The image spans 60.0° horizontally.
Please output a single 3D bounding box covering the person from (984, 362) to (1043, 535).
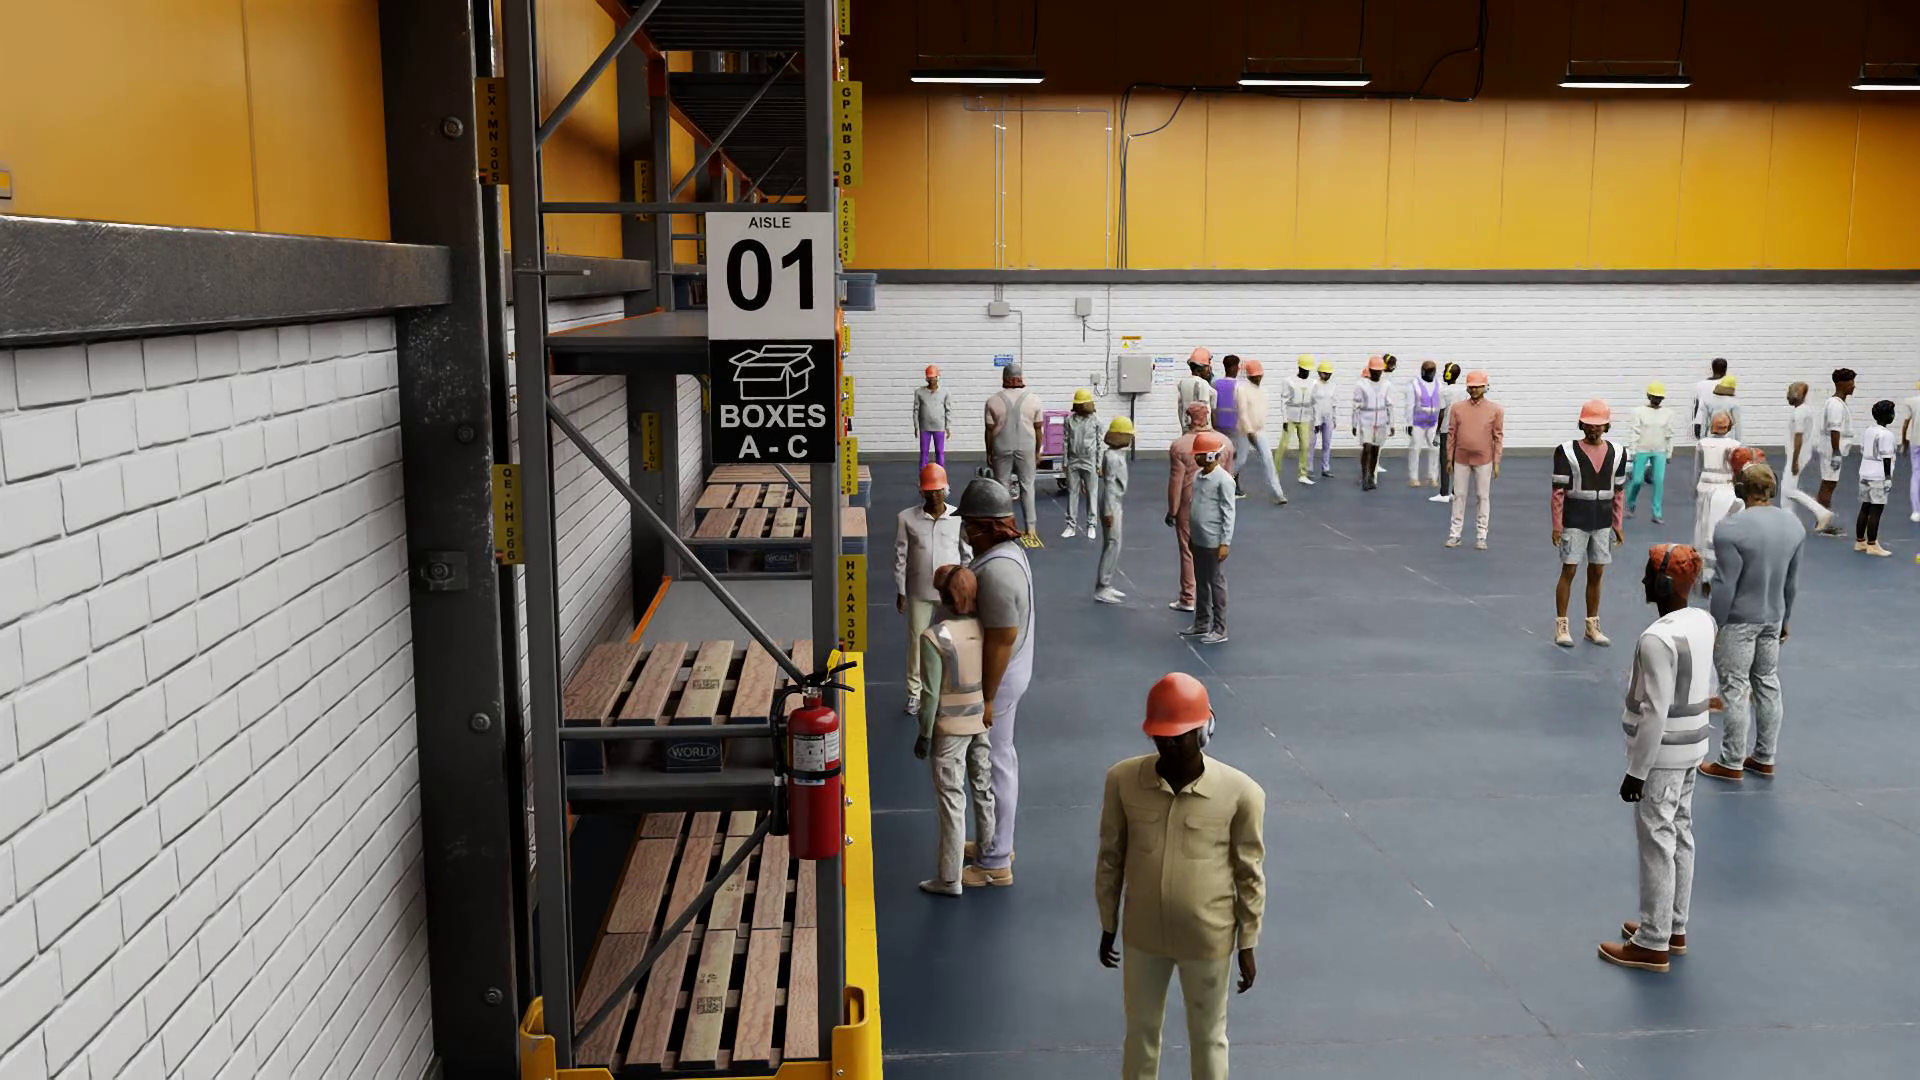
[{"bbox_3d":[0.624,-1.070,19.432,0.680,2.000,0.535,0,9,2],"label":"person"}]

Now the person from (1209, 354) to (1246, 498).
[{"bbox_3d":[3.662,-1.552,22.696,0.611,1.962,0.364,6,11,32],"label":"person"}]

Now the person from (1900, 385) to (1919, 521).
[{"bbox_3d":[12.048,-1.174,20.773,0.503,1.828,0.910,5,10,30],"label":"person"}]

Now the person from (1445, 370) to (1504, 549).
[{"bbox_3d":[5.702,-0.895,18.478,0.608,1.995,0.377,5,10,27],"label":"person"}]

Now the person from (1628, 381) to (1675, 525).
[{"bbox_3d":[8.471,-1.082,20.416,0.549,1.753,0.533,1,9,8],"label":"person"}]

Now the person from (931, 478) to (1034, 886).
[{"bbox_3d":[0.097,0.697,8.337,0.539,2.000,0.689,1,9,5],"label":"person"}]

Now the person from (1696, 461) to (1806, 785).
[{"bbox_3d":[4.716,0.493,9.945,0.637,1.936,0.355,-3,10,-20],"label":"person"}]

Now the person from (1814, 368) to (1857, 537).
[{"bbox_3d":[10.215,-1.030,19.416,0.374,1.966,0.608,4,10,26],"label":"person"}]

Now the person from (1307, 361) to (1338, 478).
[{"bbox_3d":[5.438,-1.804,24.943,0.529,1.760,0.339,-3,9,-16],"label":"person"}]

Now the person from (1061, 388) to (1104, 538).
[{"bbox_3d":[1.410,-0.880,19.193,0.483,1.738,0.312,3,10,18],"label":"person"}]

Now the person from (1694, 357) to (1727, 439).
[{"bbox_3d":[10.366,-1.563,22.960,0.455,1.901,0.616,-4,10,-23],"label":"person"}]

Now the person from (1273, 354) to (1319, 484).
[{"bbox_3d":[4.871,-1.749,24.150,0.750,1.898,0.568,-3,9,-16],"label":"person"}]

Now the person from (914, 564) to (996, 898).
[{"bbox_3d":[-0.001,0.927,8.141,0.513,1.644,0.309,-8,12,-41],"label":"person"}]

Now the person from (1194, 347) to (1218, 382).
[{"bbox_3d":[3.387,-1.680,23.301,0.409,2.035,0.613,5,10,28],"label":"person"}]

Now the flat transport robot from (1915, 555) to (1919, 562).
[{"bbox_3d":[10.761,0.128,17.454,1.431,0.197,0.652,-5,11,-30],"label":"flat transport robot"}]

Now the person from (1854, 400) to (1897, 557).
[{"bbox_3d":[9.932,-0.670,18.002,0.315,1.696,0.540,1,9,4],"label":"person"}]

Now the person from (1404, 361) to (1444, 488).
[{"bbox_3d":[6.654,-1.642,23.737,0.639,1.822,0.661,-1,9,-9],"label":"person"}]

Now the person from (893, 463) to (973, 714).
[{"bbox_3d":[-0.180,0.335,11.508,0.568,1.751,0.329,-1,9,-4],"label":"person"}]

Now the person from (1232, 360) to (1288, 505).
[{"bbox_3d":[3.902,-1.443,22.148,0.607,1.932,1.066,-6,11,-34],"label":"person"}]

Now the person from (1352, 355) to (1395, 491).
[{"bbox_3d":[5.828,-1.634,23.390,0.557,1.908,0.758,-1,9,-5],"label":"person"}]

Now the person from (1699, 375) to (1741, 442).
[{"bbox_3d":[10.160,-1.344,22.165,0.422,1.711,0.513,-8,12,-40],"label":"person"}]

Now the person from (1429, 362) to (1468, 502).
[{"bbox_3d":[6.550,-1.440,22.278,0.532,1.876,0.321,-5,10,-27],"label":"person"}]

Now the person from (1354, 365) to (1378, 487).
[{"bbox_3d":[5.858,-1.630,23.848,0.325,1.752,0.563,1,9,7],"label":"person"}]

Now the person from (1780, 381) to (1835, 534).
[{"bbox_3d":[9.764,-0.925,19.253,0.666,1.814,0.529,5,10,29],"label":"person"}]

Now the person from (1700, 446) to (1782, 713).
[{"bbox_3d":[5.474,0.285,11.479,0.807,1.856,0.593,0,9,1],"label":"person"}]

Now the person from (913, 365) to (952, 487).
[{"bbox_3d":[-0.402,-1.636,23.888,0.560,1.752,0.325,0,9,3],"label":"person"}]

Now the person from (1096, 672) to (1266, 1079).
[{"bbox_3d":[0.715,1.291,5.510,0.567,1.750,0.341,4,10,22],"label":"person"}]

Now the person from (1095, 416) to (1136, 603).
[{"bbox_3d":[1.455,-0.287,15.484,0.355,1.734,0.501,1,9,9],"label":"person"}]

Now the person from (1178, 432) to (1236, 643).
[{"bbox_3d":[2.045,-0.025,13.782,0.335,1.745,0.575,-4,10,-23],"label":"person"}]

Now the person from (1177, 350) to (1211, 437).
[{"bbox_3d":[3.138,-1.487,22.050,0.384,2.043,0.605,-5,10,-29],"label":"person"}]

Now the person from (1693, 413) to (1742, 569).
[{"bbox_3d":[7.739,-0.480,17.021,0.312,1.634,0.514,-6,11,-35],"label":"person"}]

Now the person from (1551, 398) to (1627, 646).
[{"bbox_3d":[5.139,-0.140,13.597,0.611,2.040,0.373,-1,9,-4],"label":"person"}]

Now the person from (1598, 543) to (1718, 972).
[{"bbox_3d":[3.074,0.943,7.290,0.355,1.883,0.575,8,12,42],"label":"person"}]

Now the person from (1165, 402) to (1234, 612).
[{"bbox_3d":[2.144,-0.298,15.030,0.636,1.902,0.405,-3,10,-21],"label":"person"}]
